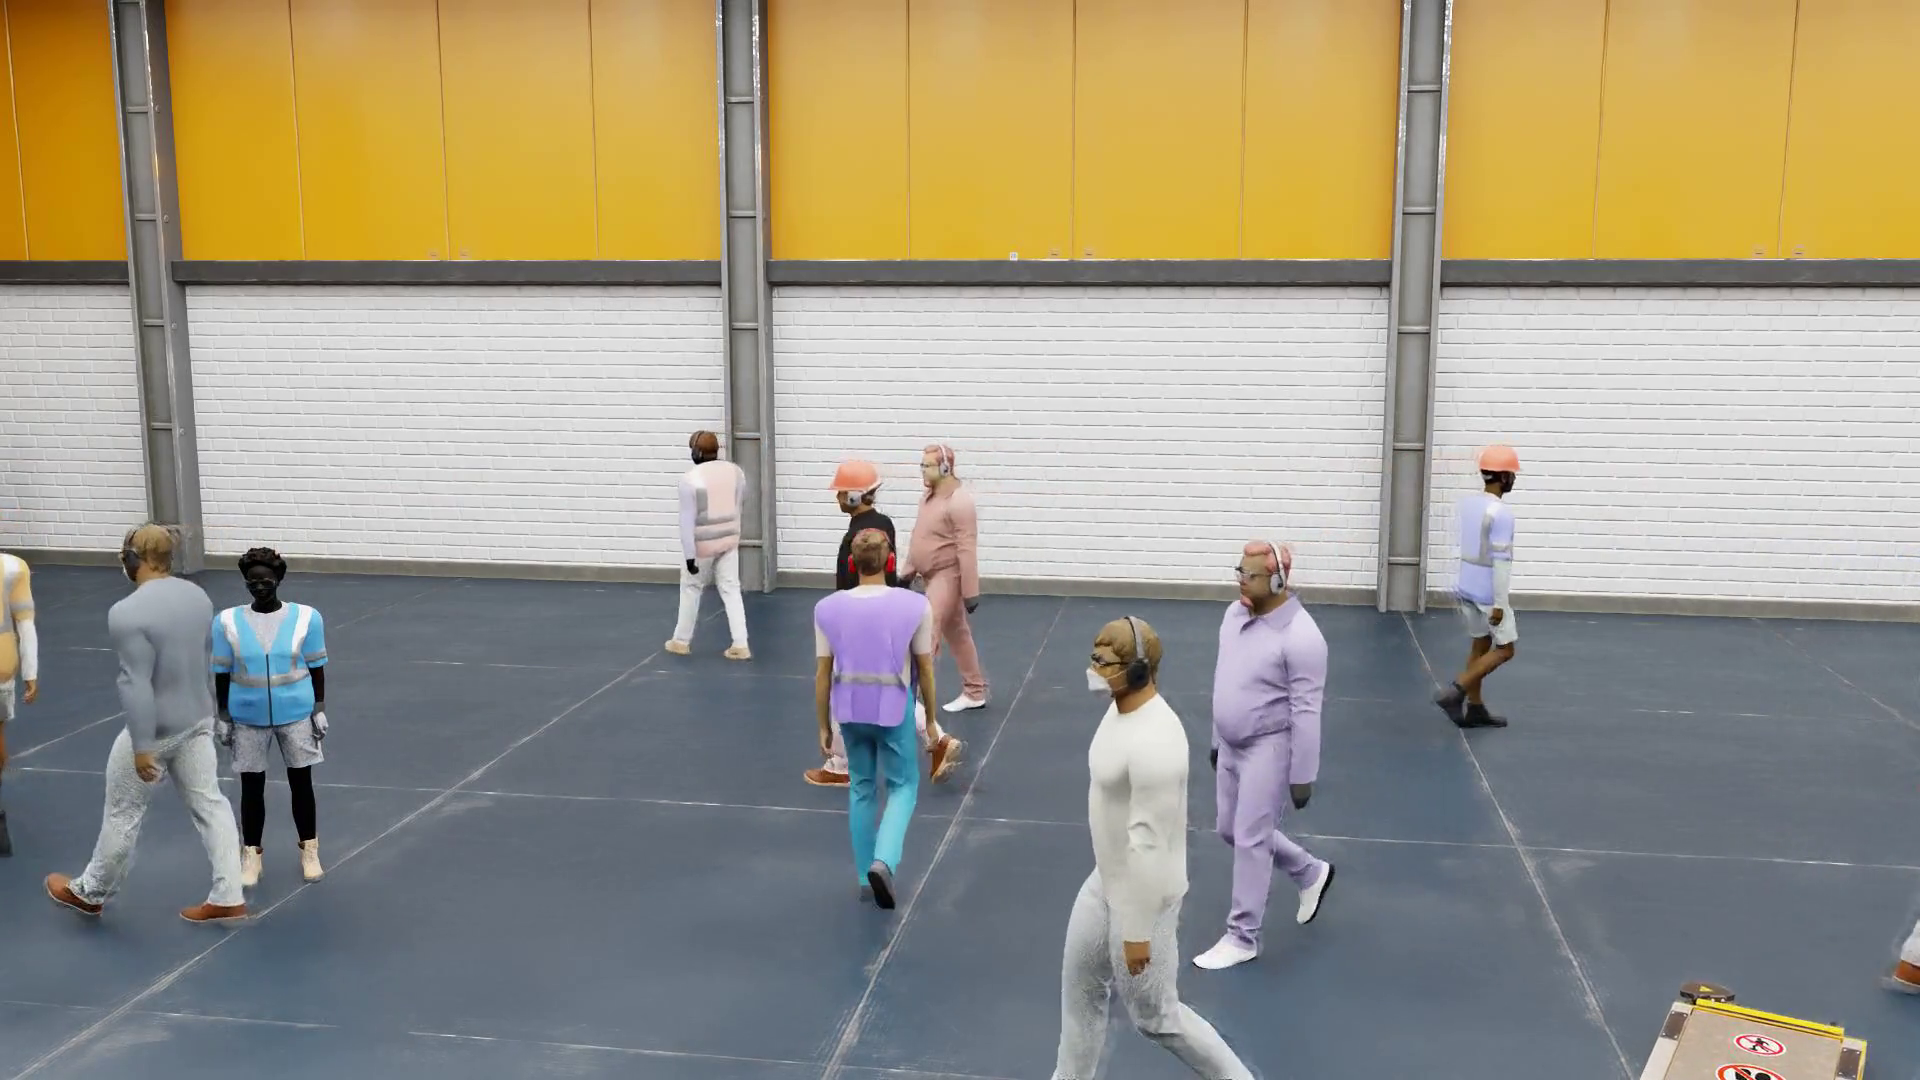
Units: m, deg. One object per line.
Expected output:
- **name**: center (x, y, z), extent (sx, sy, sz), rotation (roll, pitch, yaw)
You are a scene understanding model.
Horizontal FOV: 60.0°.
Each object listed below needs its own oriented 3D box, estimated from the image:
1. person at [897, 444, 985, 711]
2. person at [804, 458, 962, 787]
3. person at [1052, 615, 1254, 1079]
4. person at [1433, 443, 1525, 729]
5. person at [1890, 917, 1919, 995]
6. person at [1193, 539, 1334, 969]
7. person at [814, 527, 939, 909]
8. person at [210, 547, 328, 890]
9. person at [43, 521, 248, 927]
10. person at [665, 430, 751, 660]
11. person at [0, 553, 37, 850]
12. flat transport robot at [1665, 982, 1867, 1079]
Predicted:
- **person**: center (-0.235, 0.288, 11.263), extent (0.963, 1.866, 0.649), rotation (-3, 10, -16)
- **person**: center (-0.470, 0.500, 9.645), extent (0.871, 1.970, 0.617), rotation (4, 10, 23)
- **person**: center (0.625, 1.185, 5.617), extent (0.937, 1.909, 0.641), rotation (-1, 9, -5)
- **person**: center (3.398, 0.327, 10.869), extent (0.534, 1.924, 0.551), rotation (-2, 9, -13)
- **person**: center (4.399, 1.010, 6.828), extent (1.012, 1.863, 0.612), rotation (3, 10, 15)
- **person**: center (1.359, 0.917, 7.306), extent (0.712, 1.890, 0.654), rotation (-3, 10, -20)
- **person**: center (-0.404, 0.857, 7.861), extent (0.588, 1.826, 0.590), rotation (2, 9, 10)
- **person**: center (-3.387, 0.869, 8.194), extent (0.539, 1.696, 0.317), rotation (-3, 10, -20)
- **person**: center (-3.771, 0.859, 7.676), extent (1.003, 1.884, 0.635), rotation (2, 9, 11)
- **person**: center (-1.967, 0.036, 13.008), extent (0.626, 1.808, 0.831), rotation (-8, 12, -40)
- **person**: center (-5.252, 0.668, 8.886), extent (0.551, 1.886, 1.034), rotation (-9, 13, -43)
- **flat transport robot**: center (2.789, 1.957, 5.872), extent (0.652, 0.197, 1.431), rotation (6, 11, 31)
